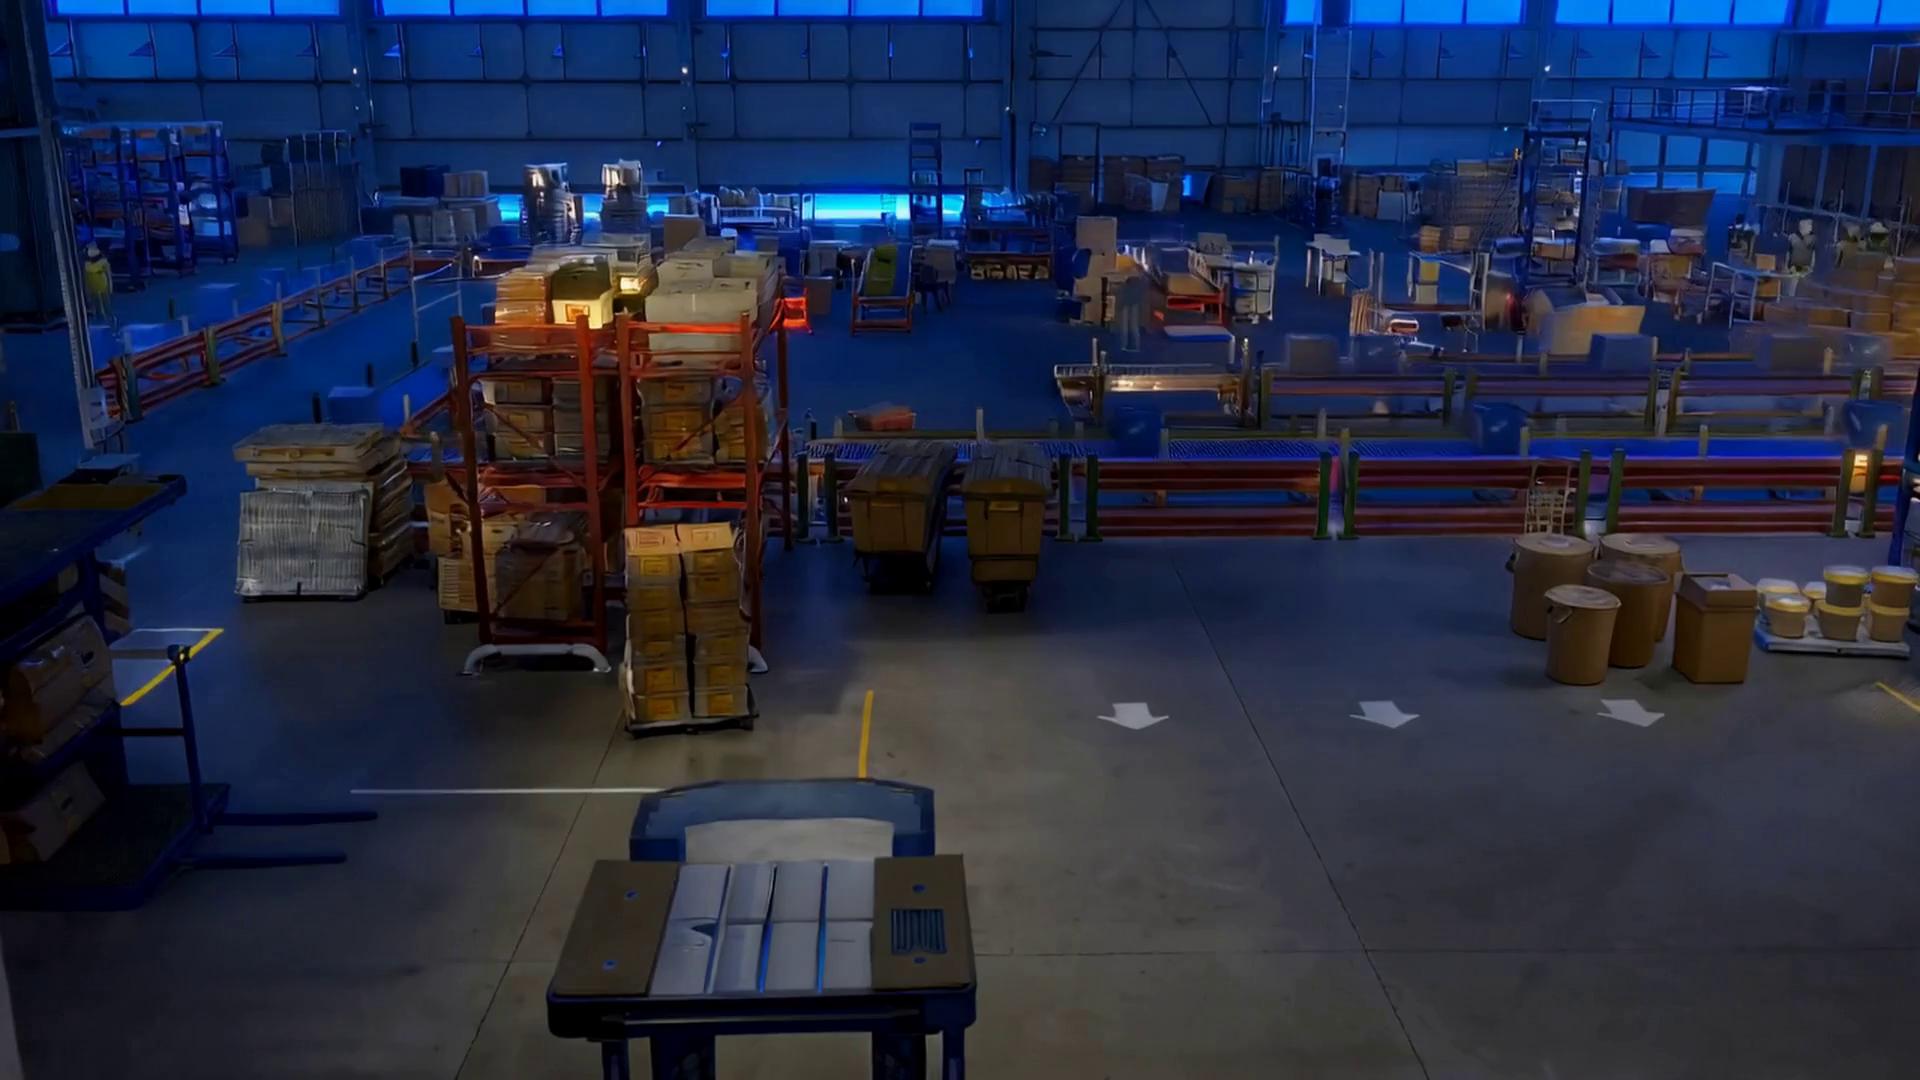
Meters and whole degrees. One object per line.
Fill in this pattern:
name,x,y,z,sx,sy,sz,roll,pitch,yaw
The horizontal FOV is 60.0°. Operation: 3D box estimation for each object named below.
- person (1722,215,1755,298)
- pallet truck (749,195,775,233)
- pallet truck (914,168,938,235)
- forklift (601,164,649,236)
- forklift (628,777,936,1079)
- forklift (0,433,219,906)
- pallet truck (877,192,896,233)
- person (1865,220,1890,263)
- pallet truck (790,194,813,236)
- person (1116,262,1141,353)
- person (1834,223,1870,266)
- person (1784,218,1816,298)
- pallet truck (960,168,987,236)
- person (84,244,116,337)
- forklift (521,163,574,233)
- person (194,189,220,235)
person,17.119,-6.232,36.603,0.600,1.831,0.404,14,21,39
pallet truck,-6.051,-9.967,50.660,0.680,1.201,1.601,0,16,-1
pallet truck,-0.989,-10.316,50.507,0.823,1.965,1.885,1,16,3
forklift,-9.948,-10.127,49.296,1.157,1.987,2.680,-1,16,-3
forklift,-0.542,2.165,5.552,1.129,2.768,1.873,-1,16,-2
forklift,-5.952,0.780,10.366,1.873,2.768,1.129,0,16,-1
pallet truck,-2.277,-9.986,50.594,0.653,1.274,1.630,0,16,-1
person,20.122,-6.193,36.691,0.506,1.704,0.856,1,16,3
pallet truck,-4.814,-9.883,50.259,0.704,1.261,1.522,-1,16,-3
person,3.015,-4.159,29.771,0.565,1.615,0.531,7,18,24
person,17.763,-5.306,33.153,0.634,1.959,0.823,6,17,20
person,17.849,-5.907,35.368,0.551,1.902,0.982,2,16,7
pallet truck,0.383,-10.230,50.206,0.823,1.965,1.885,-1,16,-3
person,-16.246,-4.697,31.380,0.527,1.772,0.305,1,16,5
forklift,-12.233,-10.122,49.298,1.157,1.987,2.680,0,16,-1
person,-20.721,-8.961,45.862,0.761,1.970,0.622,12,20,35
